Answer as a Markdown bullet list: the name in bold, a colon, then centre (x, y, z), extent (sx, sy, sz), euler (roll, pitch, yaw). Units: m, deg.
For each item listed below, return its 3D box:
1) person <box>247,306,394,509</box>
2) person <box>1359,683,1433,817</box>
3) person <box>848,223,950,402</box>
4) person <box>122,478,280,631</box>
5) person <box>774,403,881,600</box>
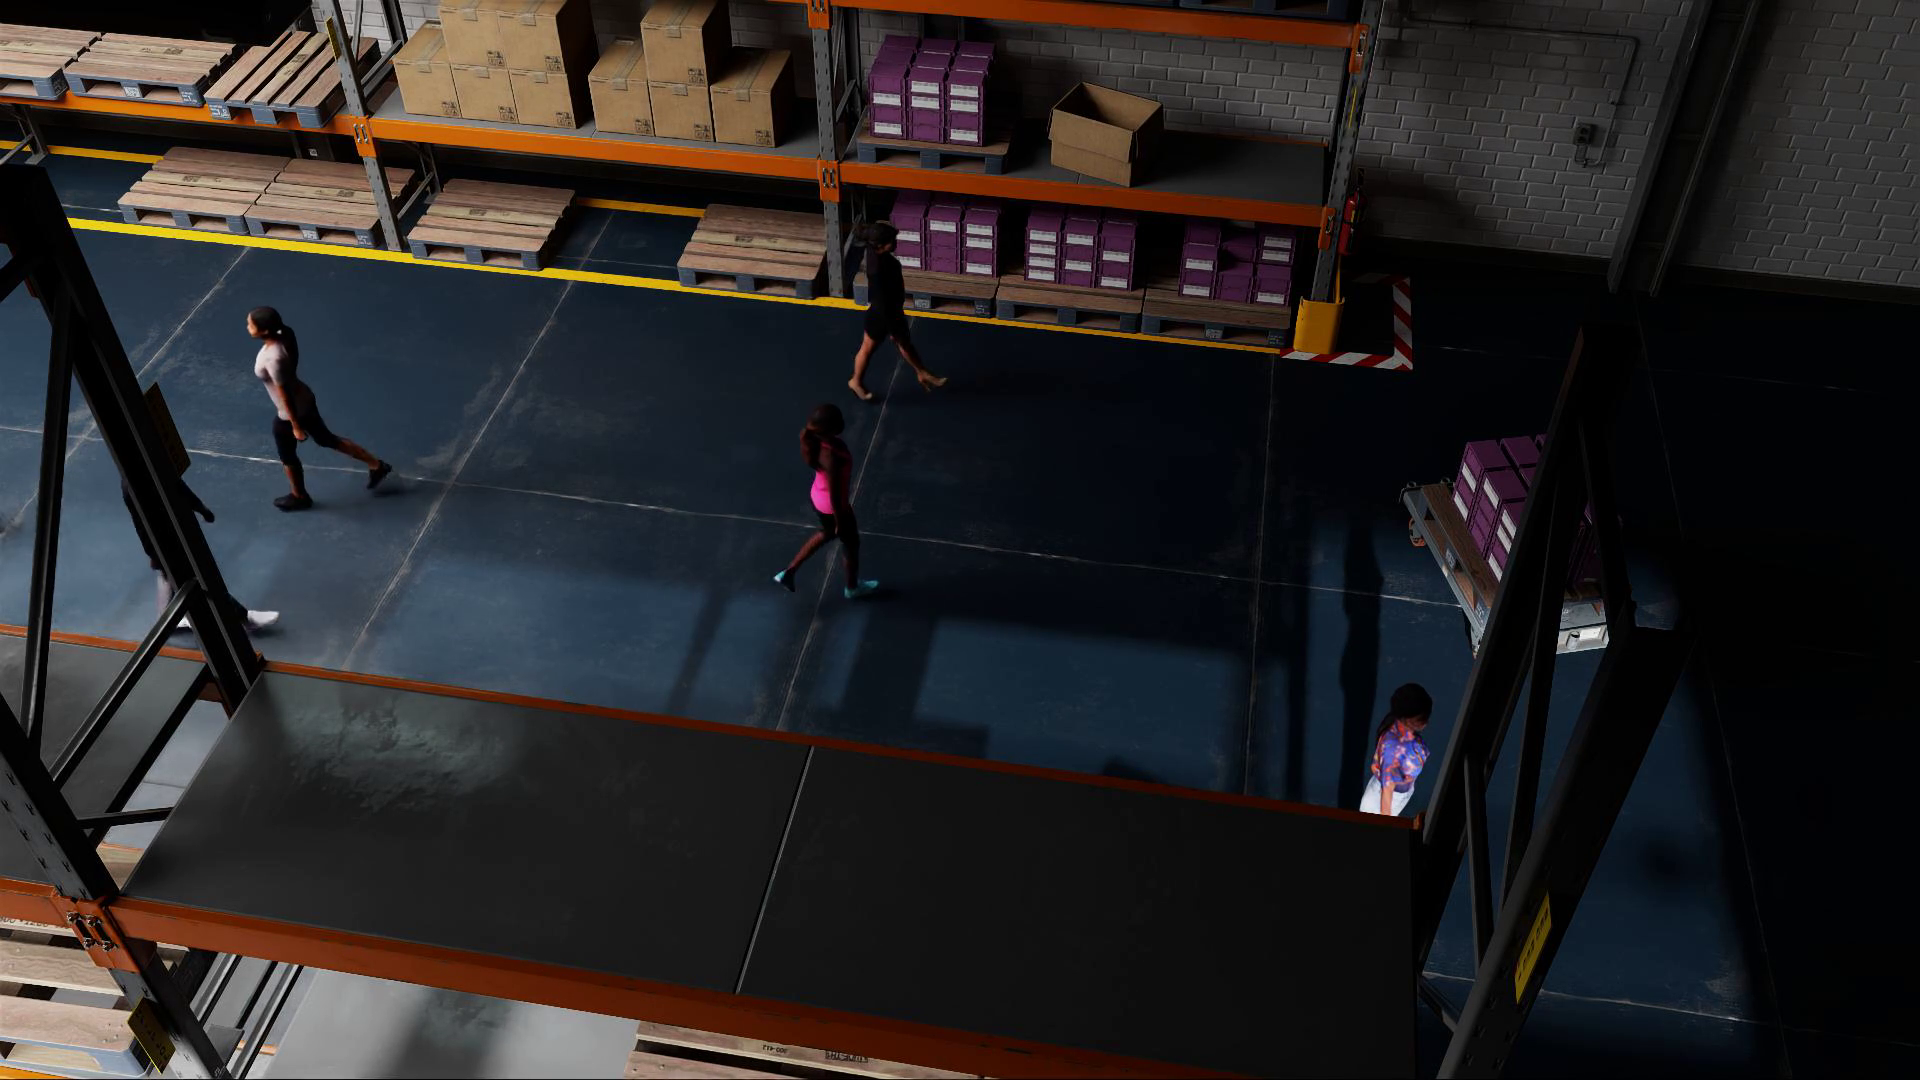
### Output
- **person**: centre (-4.588, -0.926, 11.728), extent (1.195, 1.718, 0.861), euler (-6, 44, -6)
- **person**: centre (2.355, 1.424, 9.240), extent (0.595, 1.748, 0.636), euler (18, 46, 18)
- **person**: centre (-0.668, -1.680, 12.602), extent (1.038, 1.605, 0.685), euler (2, 44, 2)
- **person**: centre (-5.232, -0.030, 10.783), extent (1.145, 1.725, 0.879), euler (-7, 44, -7)
- **person**: centre (-0.929, -0.218, 10.994), extent (1.029, 1.707, 0.877), euler (-16, 46, -16)
